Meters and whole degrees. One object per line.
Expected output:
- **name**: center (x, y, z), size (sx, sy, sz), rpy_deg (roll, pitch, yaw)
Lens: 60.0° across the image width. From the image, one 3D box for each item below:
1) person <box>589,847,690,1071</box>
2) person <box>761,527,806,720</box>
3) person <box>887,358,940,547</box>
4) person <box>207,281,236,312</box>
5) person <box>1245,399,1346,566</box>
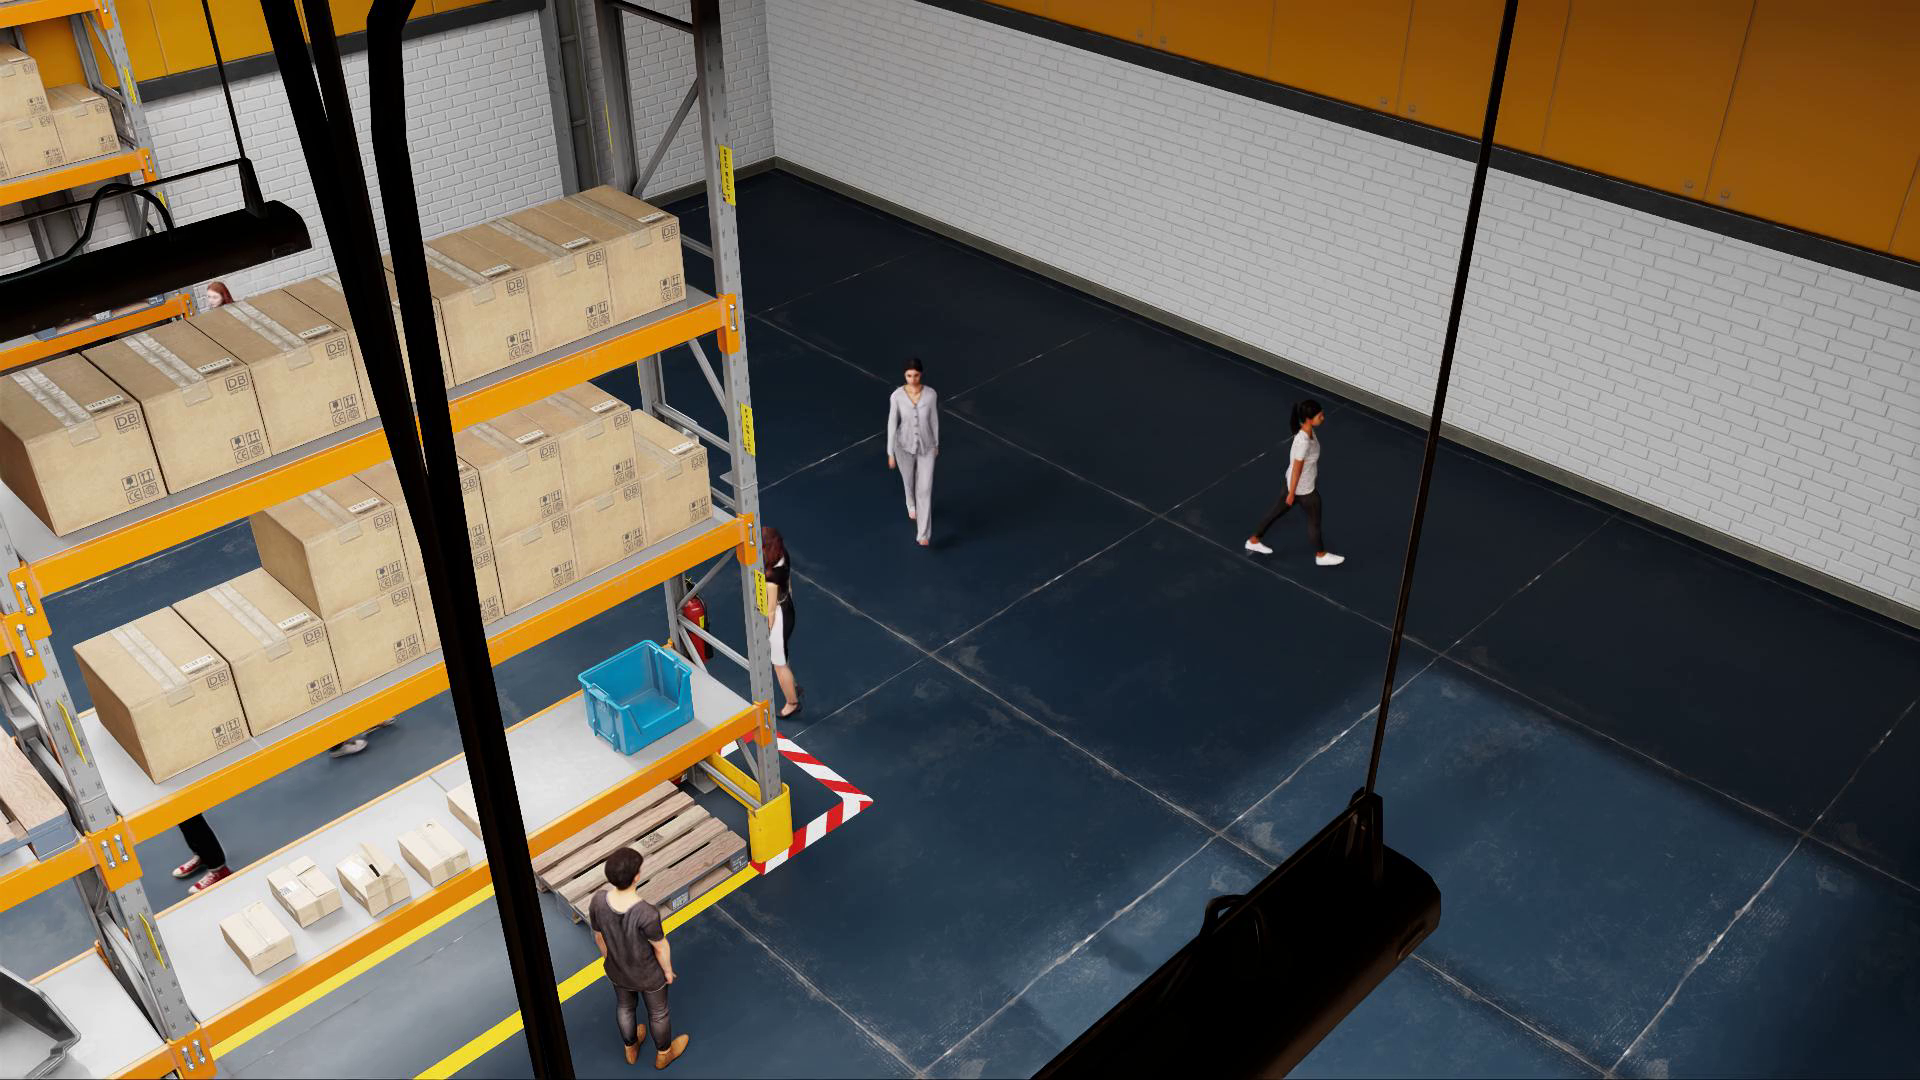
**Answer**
- **person**: center (-1.929, 2.500, 9.895), size (0.705, 1.717, 0.709), rpy_deg (10, 35, 14)
- **person**: center (-1.288, 0.654, 12.610), size (0.788, 1.786, 0.716), rpy_deg (4, 34, 6)
- **person**: center (-0.420, -0.862, 14.946), size (1.111, 1.725, 1.120), rpy_deg (-3, 34, -4)
- **person**: center (-7.008, -1.761, 16.331), size (1.014, 1.689, 1.246), rpy_deg (8, 34, 11)
- **person**: center (2.869, -0.488, 14.494), size (1.043, 1.602, 1.107), rpy_deg (7, 34, 10)
